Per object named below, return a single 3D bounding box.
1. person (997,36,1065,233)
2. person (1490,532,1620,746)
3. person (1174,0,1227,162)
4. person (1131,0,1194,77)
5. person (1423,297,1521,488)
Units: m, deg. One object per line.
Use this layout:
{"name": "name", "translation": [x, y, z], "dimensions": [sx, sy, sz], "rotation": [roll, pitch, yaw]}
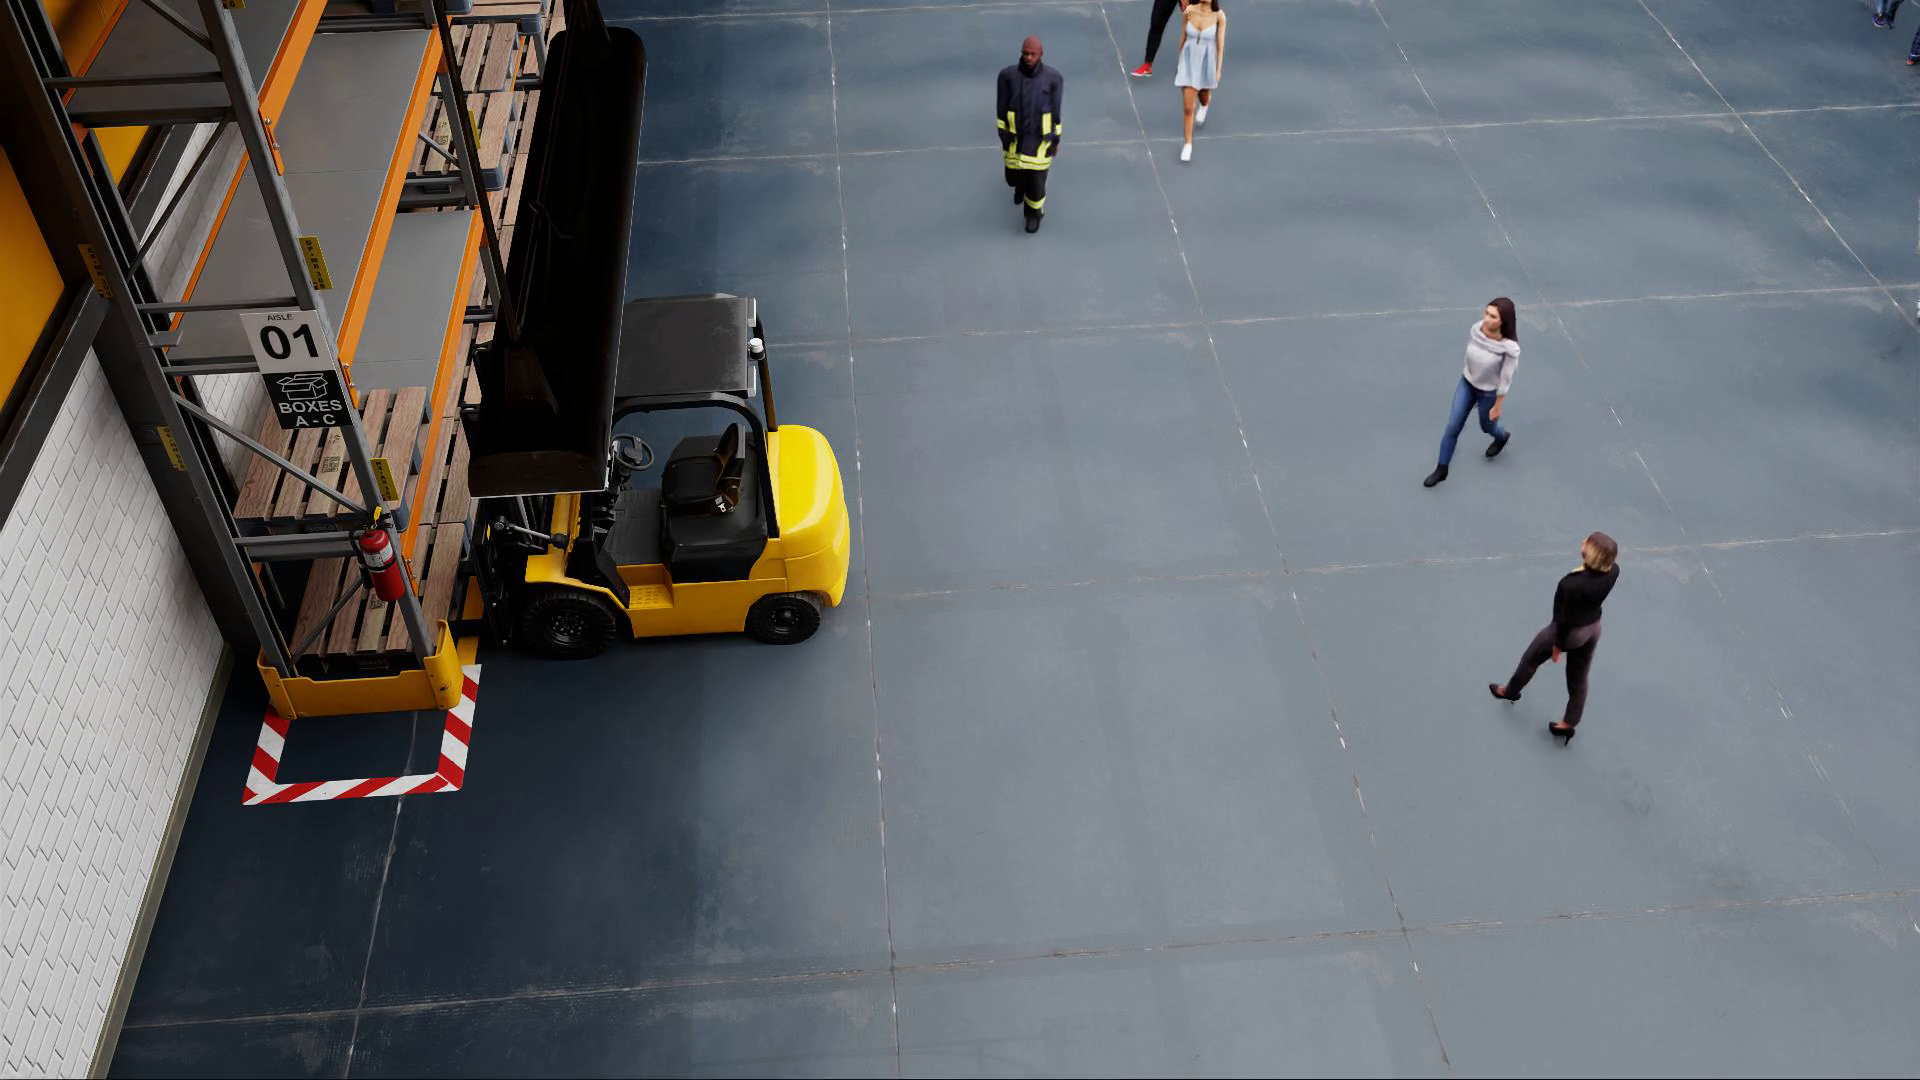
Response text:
{"name": "person", "translation": [0.627, -3.619, 14.612], "dimensions": [0.865, 1.809, 0.981], "rotation": [6, 44, 7]}
{"name": "person", "translation": [3.839, 0.653, 10.244], "dimensions": [0.811, 1.648, 0.957], "rotation": [-21, 47, -20]}
{"name": "person", "translation": [2.254, -4.476, 15.583], "dimensions": [0.807, 1.711, 1.111], "rotation": [11, 45, 11]}
{"name": "person", "translation": [2.274, -5.523, 16.644], "dimensions": [1.233, 1.762, 1.244], "rotation": [-34, 53, -30]}
{"name": "person", "translation": [3.858, -1.095, 12.115], "dimensions": [1.004, 1.598, 1.087], "rotation": [-26, 49, -25]}
